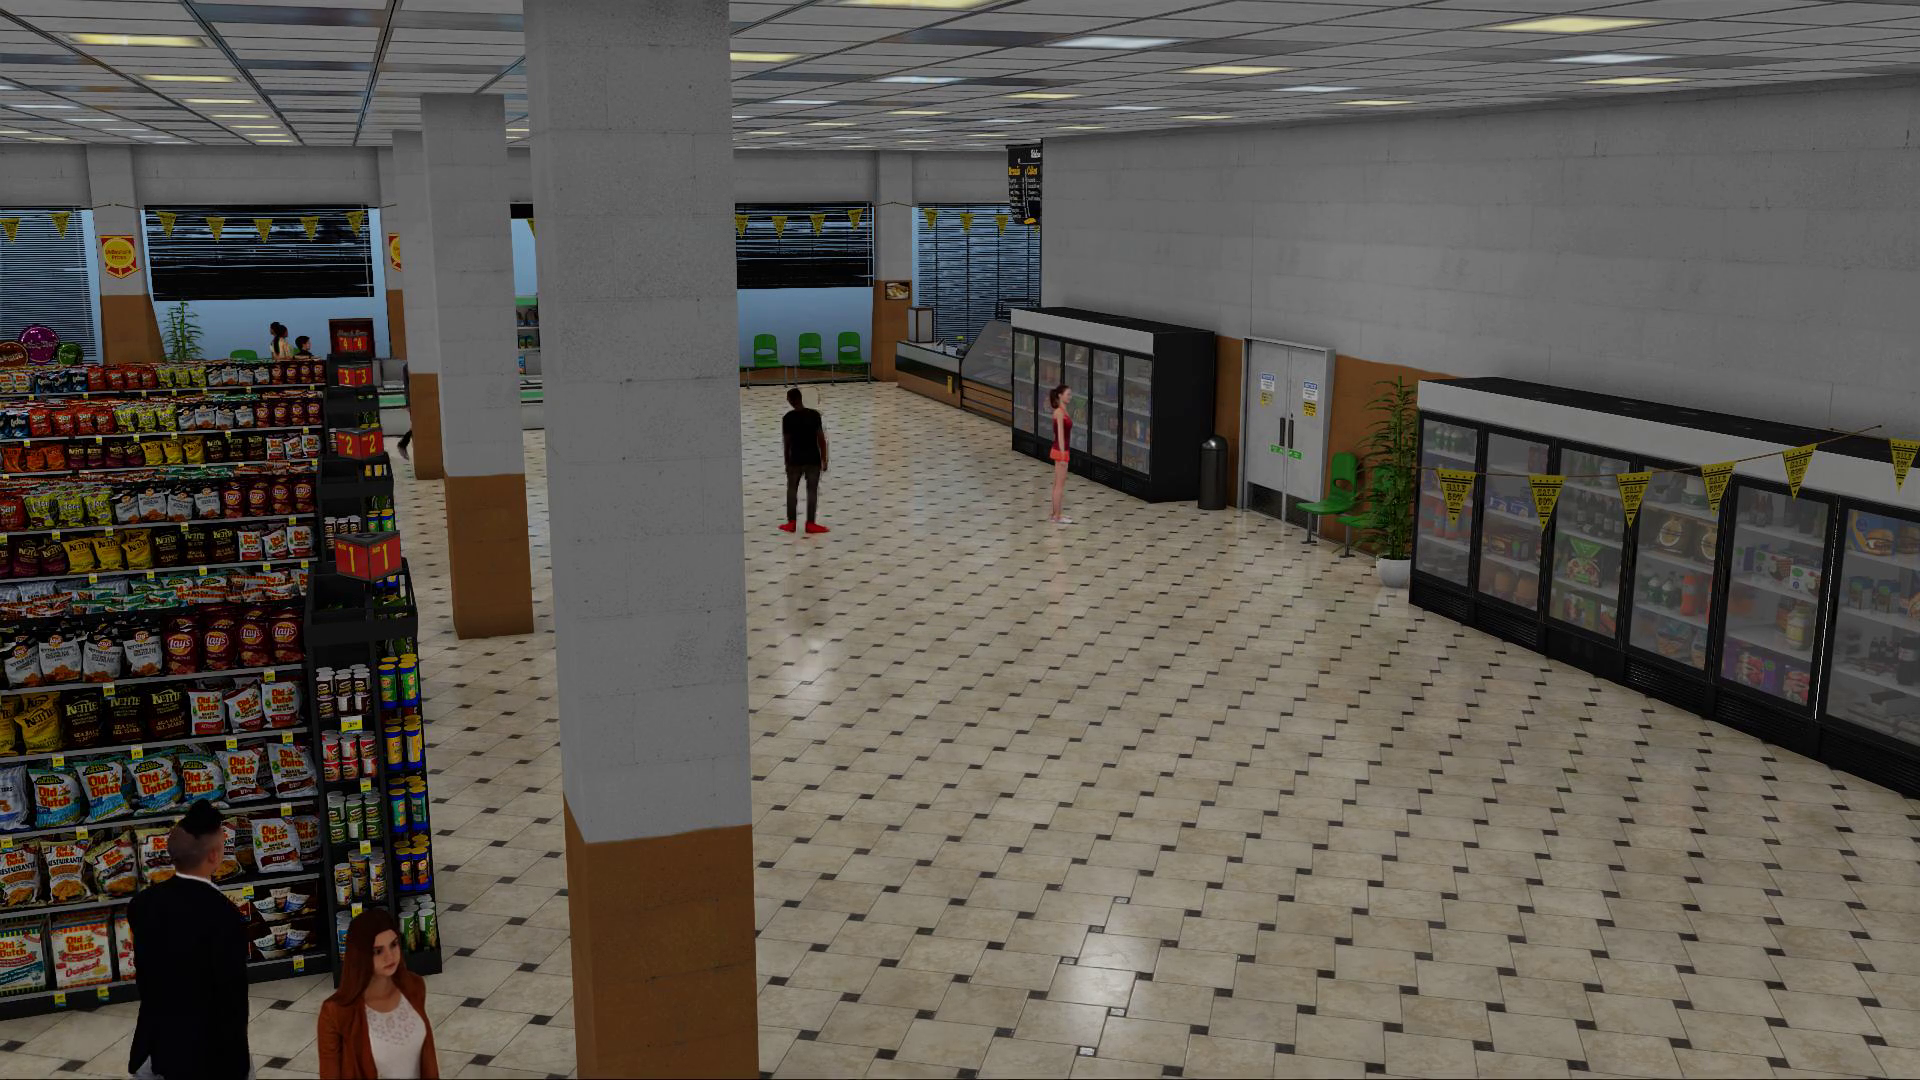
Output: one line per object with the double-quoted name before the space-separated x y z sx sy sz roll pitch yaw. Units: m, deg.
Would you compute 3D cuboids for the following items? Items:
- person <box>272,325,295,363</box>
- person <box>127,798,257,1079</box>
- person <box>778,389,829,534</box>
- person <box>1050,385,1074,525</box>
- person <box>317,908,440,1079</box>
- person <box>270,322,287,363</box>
"person" -12.214 -2.994 30.071 0.687 1.792 0.722 7 14 31
"person" -2.967 1.967 6.264 1.338 1.895 1.329 3 12 15
"person" -1.890 -0.974 20.495 0.705 1.786 0.917 4 13 18
"person" 1.285 -1.106 21.210 0.643 1.749 0.642 0 12 1
"person" -2.074 2.120 5.955 0.767 1.723 0.685 8 14 32
"person" -12.749 -3.225 31.262 0.586 1.754 0.615 -1 12 -4
